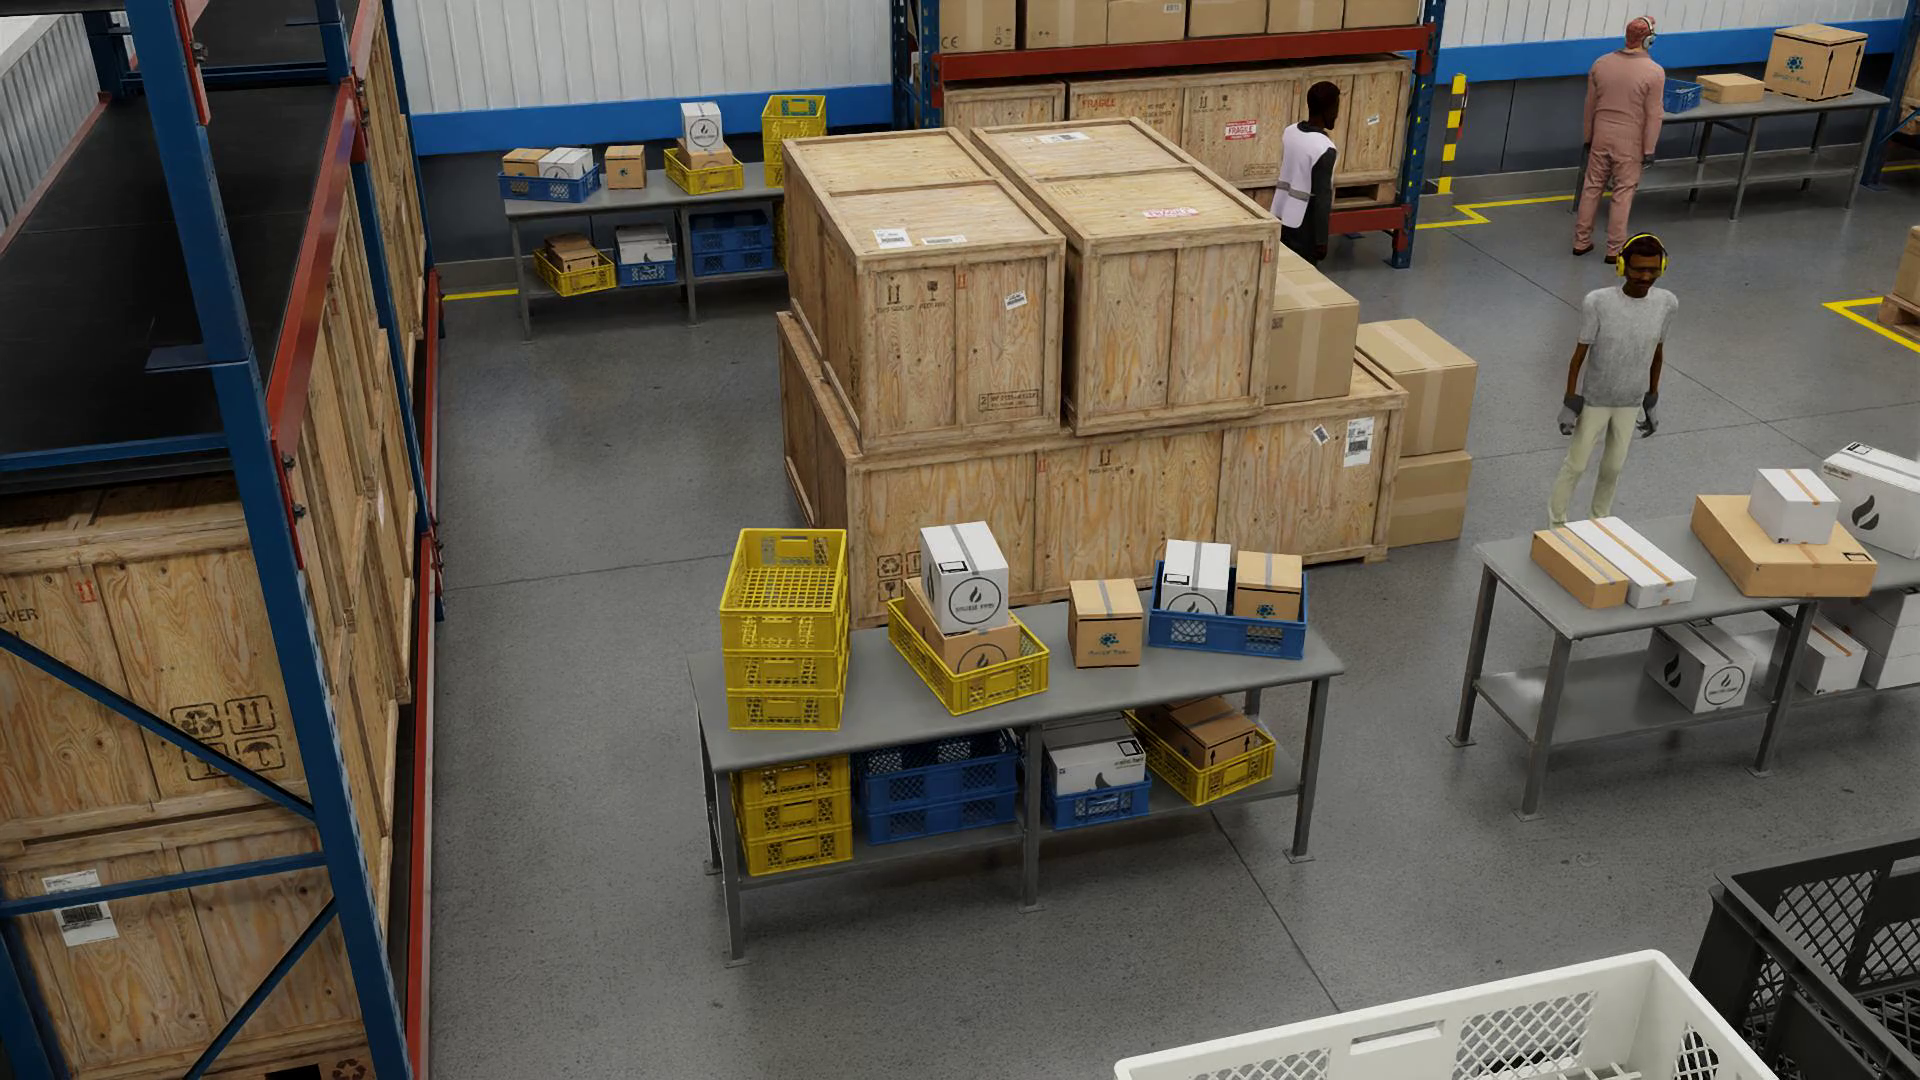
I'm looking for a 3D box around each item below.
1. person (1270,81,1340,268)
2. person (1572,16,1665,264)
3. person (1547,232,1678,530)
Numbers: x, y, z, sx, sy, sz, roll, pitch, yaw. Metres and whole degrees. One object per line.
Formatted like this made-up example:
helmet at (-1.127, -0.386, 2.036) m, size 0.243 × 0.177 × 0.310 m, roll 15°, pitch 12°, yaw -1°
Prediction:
person at (2.321, -2.153, 11.315) m, size 0.390 × 1.911 × 0.592 m, roll -8°, pitch 30°, yaw -15°
person at (5.215, -3.150, 13.122) m, size 0.407 × 1.910 × 0.640 m, roll -22°, pitch 36°, yaw -34°
person at (3.429, -0.718, 8.750) m, size 0.530 × 1.867 × 0.311 m, roll -1°, pitch 29°, yaw -2°
